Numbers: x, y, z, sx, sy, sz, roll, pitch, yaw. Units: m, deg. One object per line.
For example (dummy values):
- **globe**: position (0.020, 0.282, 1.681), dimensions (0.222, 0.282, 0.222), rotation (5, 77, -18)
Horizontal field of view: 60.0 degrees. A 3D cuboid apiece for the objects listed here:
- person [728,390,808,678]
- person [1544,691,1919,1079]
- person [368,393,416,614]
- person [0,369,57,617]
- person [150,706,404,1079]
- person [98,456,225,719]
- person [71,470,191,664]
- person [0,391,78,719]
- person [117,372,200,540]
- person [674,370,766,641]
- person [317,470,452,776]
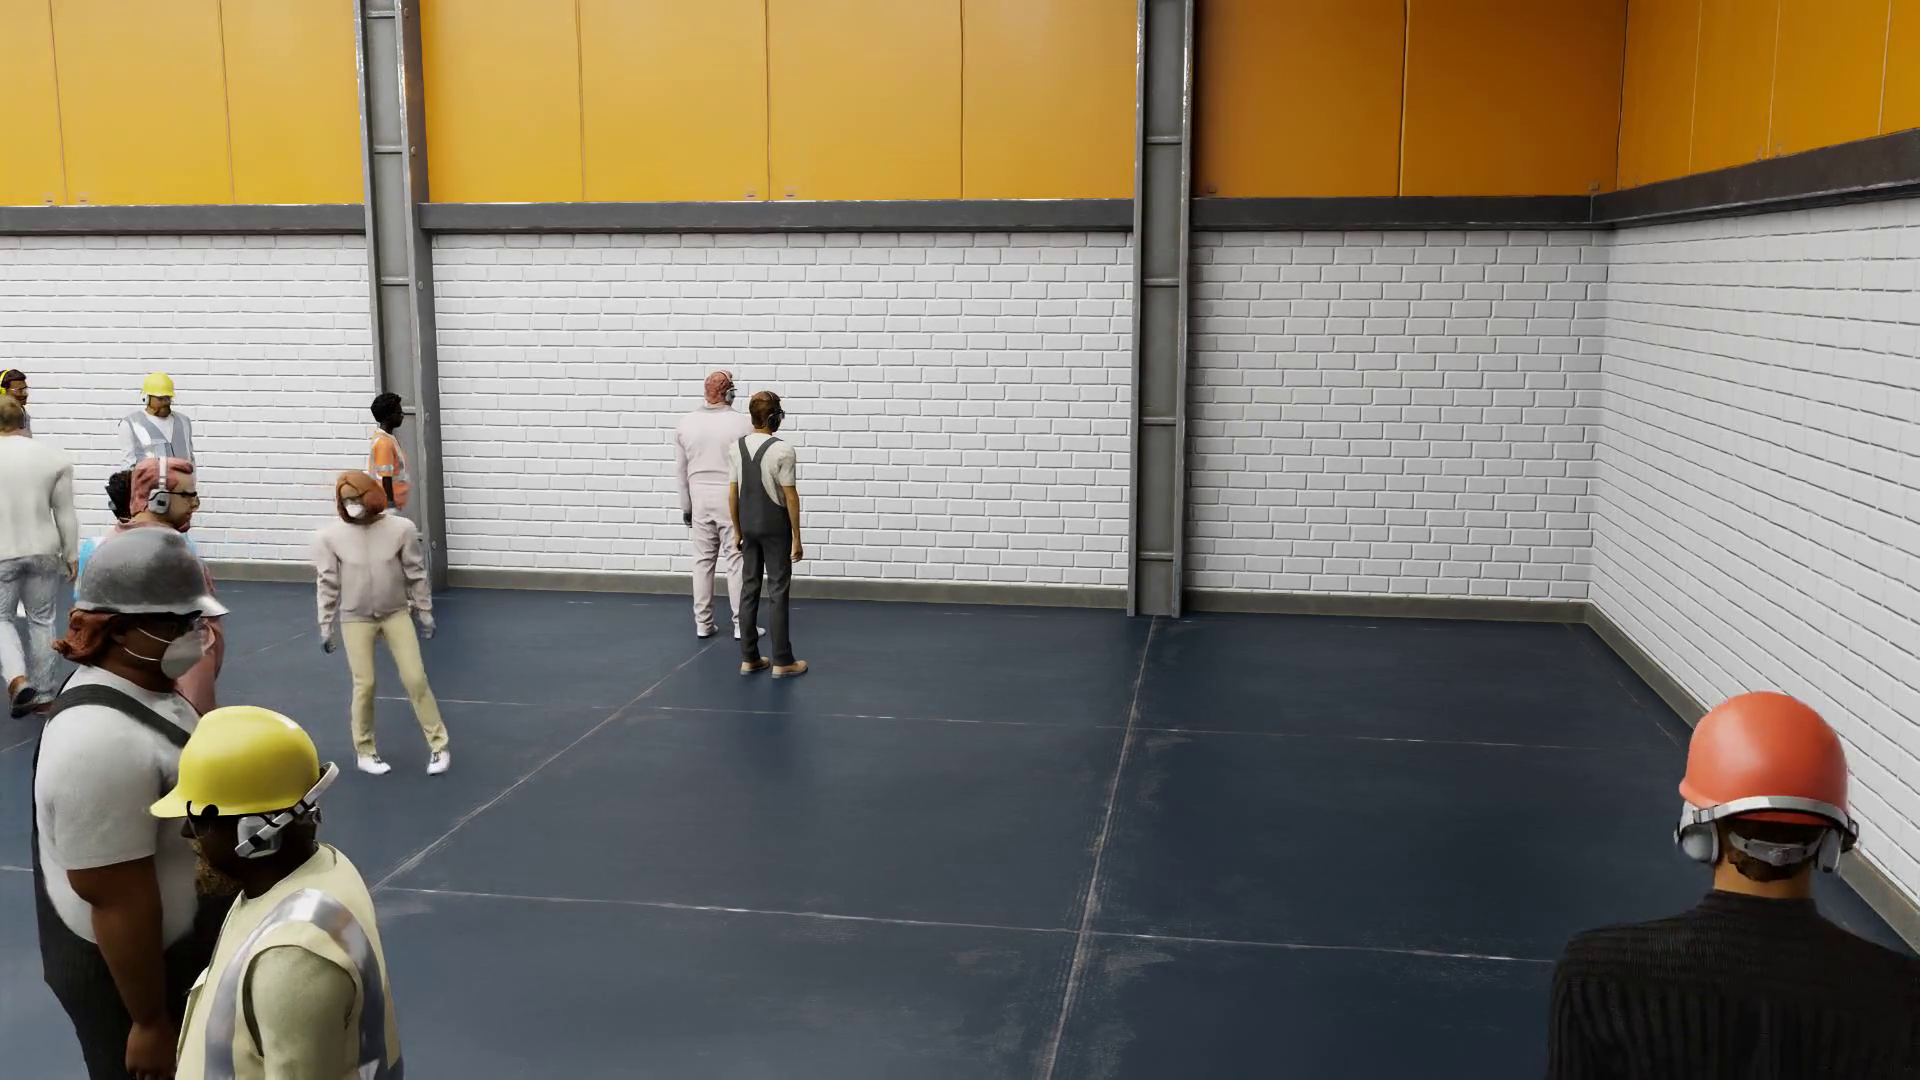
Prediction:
- **person**: position (-1.233, -0.035, 10.662), dimensions (0.513, 1.845, 0.336), rotation (5, 10, 27)
- **person**: position (1.184, 1.224, 2.539), dimensions (0.623, 1.970, 0.749), rotation (3, 10, 16)
- **person**: position (-4.321, -0.270, 12.600), dimensions (0.320, 1.691, 0.532), rotation (-3, 10, -16)
- **person**: position (-7.119, -0.357, 12.576), dimensions (0.323, 1.870, 0.518), rotation (0, 9, -1)
- **person**: position (-1.249, 1.201, 3.124), dimensions (0.403, 1.825, 0.591), rotation (-4, 10, -22)
- **person**: position (-3.040, 0.626, 6.424), dimensions (0.642, 1.902, 0.399), rotation (7, 11, 36)
- **person**: position (-3.999, 0.483, 8.058), dimensions (0.892, 1.640, 0.539), rotation (6, 11, 31)
- **person**: position (-5.384, 0.113, 9.534), dimensions (0.642, 1.923, 0.557), rotation (-7, 12, -37)
- **person**: position (-6.166, -0.385, 12.873), dimensions (0.404, 1.829, 0.588), rotation (6, 11, 33)
- **person**: position (-1.678, -0.241, 11.749), dimensions (0.642, 1.909, 0.399), rotation (3, 10, 18)
- **person**: position (-2.973, 0.433, 8.539), dimensions (0.608, 1.601, 0.389), rotation (-4, 10, -22)
